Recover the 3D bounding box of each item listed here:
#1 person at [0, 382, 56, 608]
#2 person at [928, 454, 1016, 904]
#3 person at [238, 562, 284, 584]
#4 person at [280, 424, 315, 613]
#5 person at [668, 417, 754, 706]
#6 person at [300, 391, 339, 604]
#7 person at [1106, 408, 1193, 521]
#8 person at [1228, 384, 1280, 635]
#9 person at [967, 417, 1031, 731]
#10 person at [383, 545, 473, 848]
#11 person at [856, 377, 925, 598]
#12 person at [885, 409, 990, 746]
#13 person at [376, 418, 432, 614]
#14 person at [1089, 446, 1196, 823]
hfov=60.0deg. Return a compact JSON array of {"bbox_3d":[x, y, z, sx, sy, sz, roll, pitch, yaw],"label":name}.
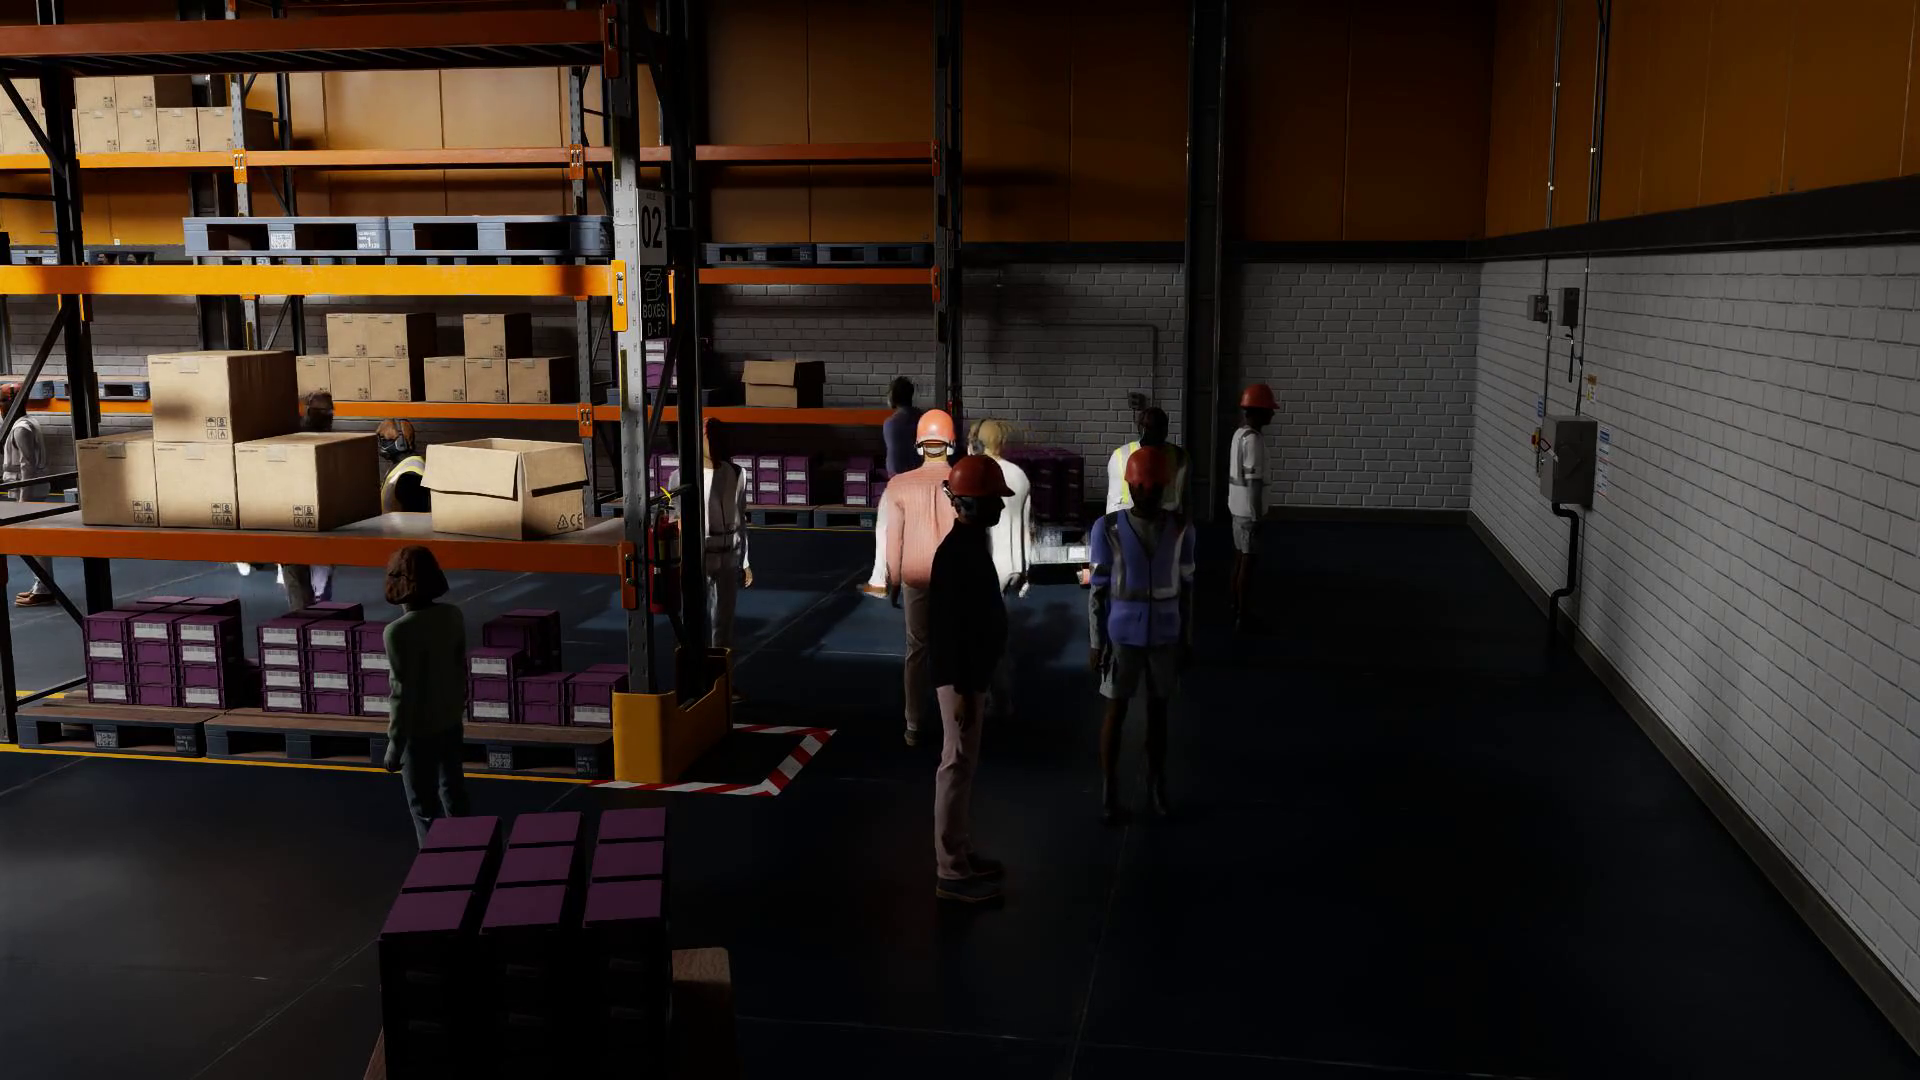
[{"bbox_3d":[-7.808,-0.380,13.926,0.337,1.882,0.585,-4,10,-24],"label":"person"},{"bbox_3d":[0.053,0.606,7.466,0.395,1.993,0.614,1,9,5],"label":"person"},{"bbox_3d":[-6.244,-0.521,14.909,0.702,1.855,0.520,7,12,38],"label":"person"},{"bbox_3d":[-4.792,-0.022,11.885,0.404,1.827,0.586,-3,10,-17],"label":"person"},{"bbox_3d":[-1.585,0.155,10.609,0.584,1.882,0.337,-8,12,-41],"label":"person"},{"bbox_3d":[-4.958,-0.212,12.897,0.454,1.881,0.703,3,10,17],"label":"person"},{"bbox_3d":[1.356,-0.023,11.849,0.633,1.841,0.429,-1,9,-7],"label":"person"},{"bbox_3d":[2.271,-0.239,12.892,0.374,1.933,0.573,0,9,-3],"label":"person"},{"bbox_3d":[0.123,0.209,10.187,0.592,1.921,0.631,6,11,32],"label":"person"},{"bbox_3d":[-2.300,0.833,7.177,0.268,1.632,0.506,3,10,17],"label":"person"},{"bbox_3d":[-0.533,-0.434,14.206,0.886,1.905,0.637,7,11,37],"label":"person"},{"bbox_3d":[-0.131,0.230,9.795,0.611,1.997,0.375,1,9,4],"label":"person"},{"bbox_3d":[-3.697,0.099,11.121,0.428,1.836,0.625,-3,10,-21],"label":"person"},{"bbox_3d":[0.928,0.484,8.412,0.552,1.932,0.377,-1,9,-8],"label":"person"}]
